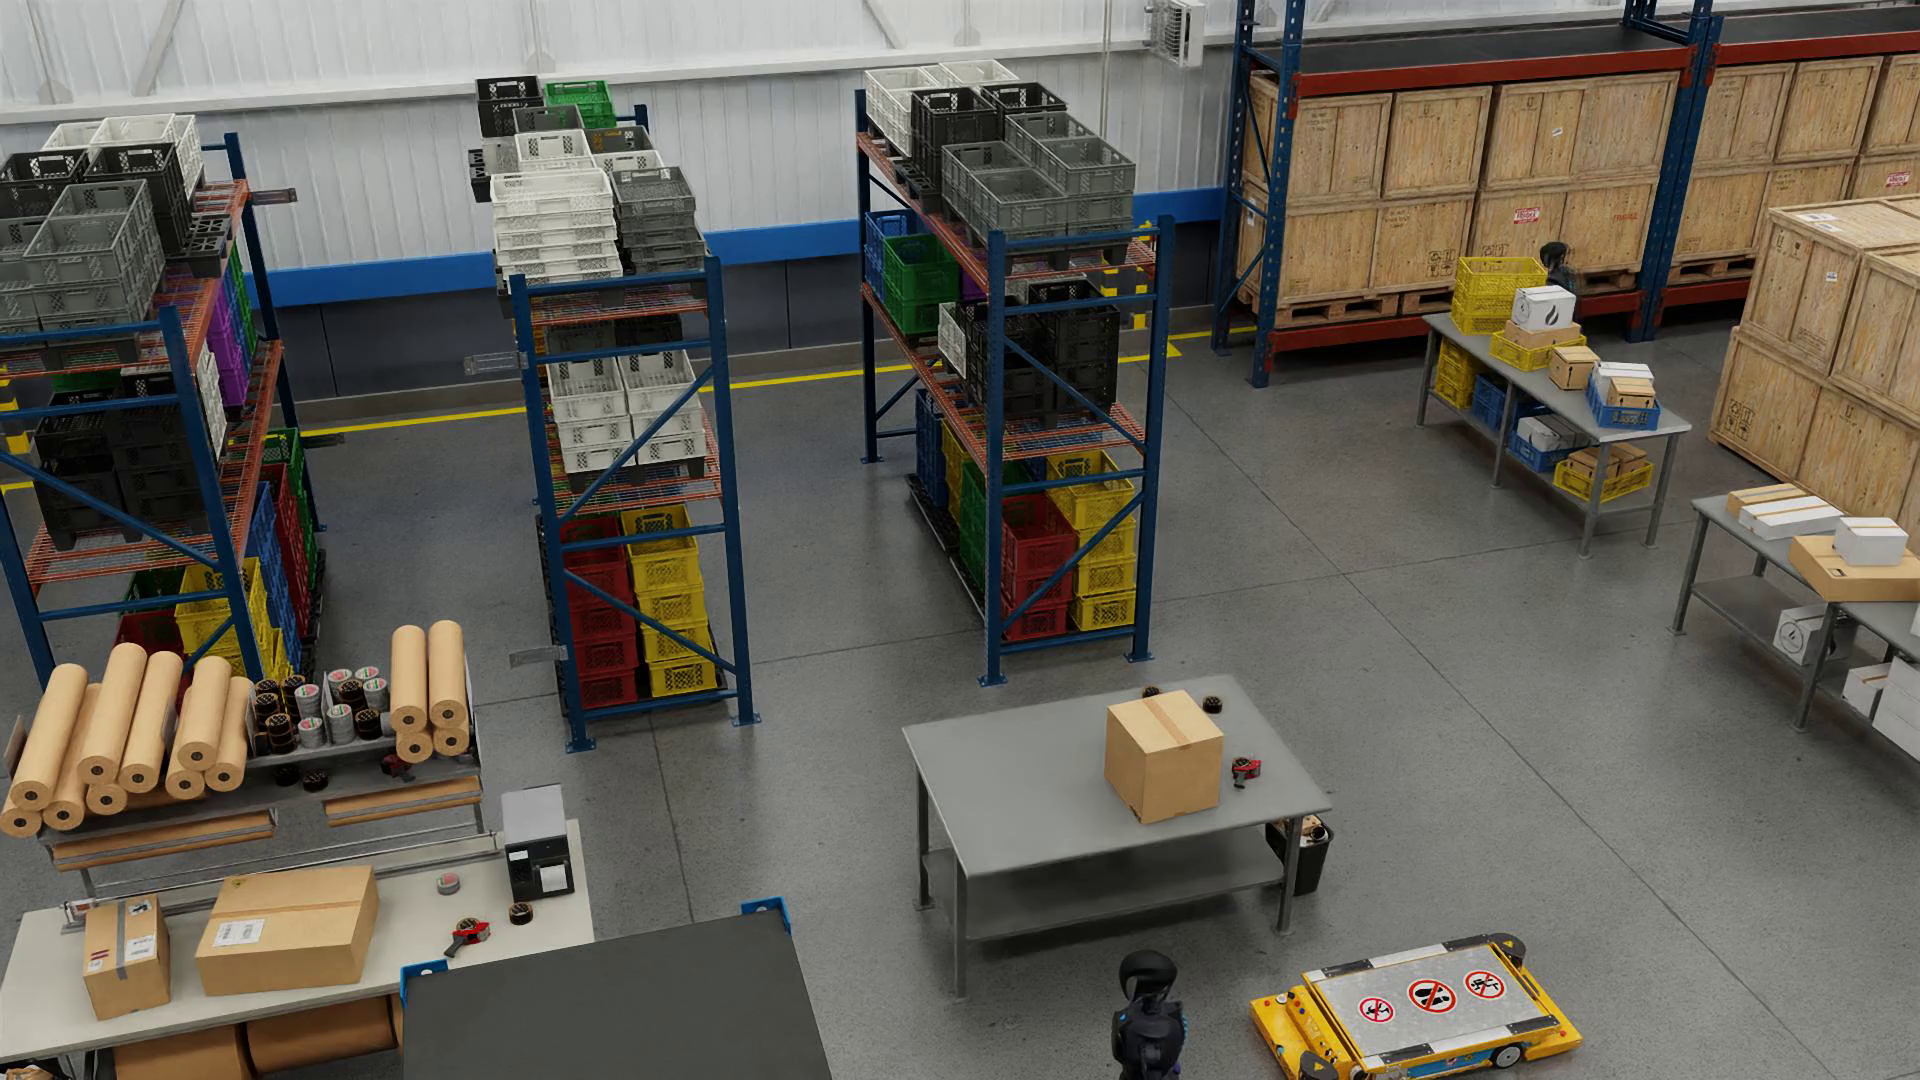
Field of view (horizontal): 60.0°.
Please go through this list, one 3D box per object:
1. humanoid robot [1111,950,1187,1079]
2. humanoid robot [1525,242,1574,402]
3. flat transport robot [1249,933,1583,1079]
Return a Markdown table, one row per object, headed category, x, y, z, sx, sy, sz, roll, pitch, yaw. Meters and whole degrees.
| category | x | y | z | sx | sy | sz | roll | pitch | yaw |
| --- | --- | --- | --- | --- | --- | --- | --- | --- | --- |
| humanoid robot | 0.719 | 2.270 | 6.555 | 0.320 | 1.657 | 0.611 | 0 | 29 | 0 |
| humanoid robot | 4.871 | -1.718 | 13.863 | 0.656 | 1.630 | 0.651 | 24 | 37 | 36 |
| flat transport robot | 2.184 | 2.282 | 7.980 | 1.431 | 0.197 | 0.652 | -8 | 30 | -14 |
